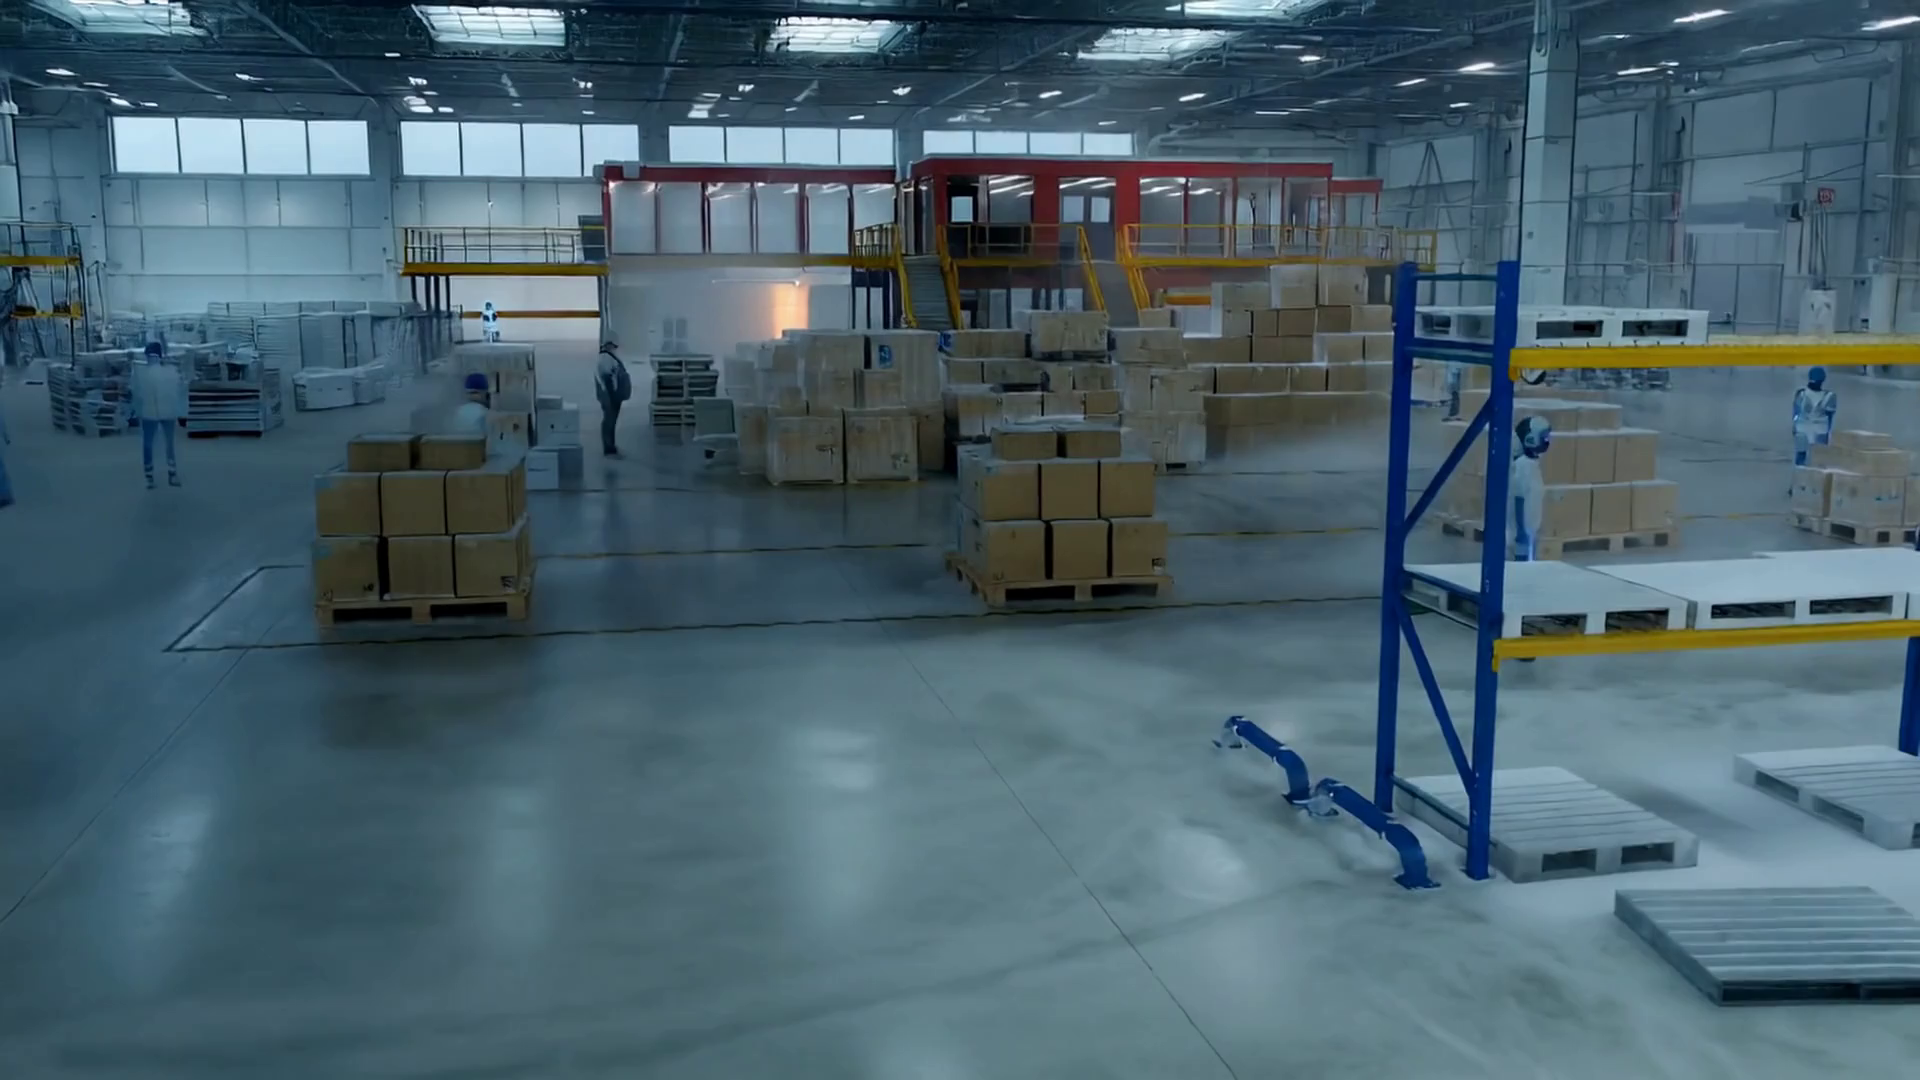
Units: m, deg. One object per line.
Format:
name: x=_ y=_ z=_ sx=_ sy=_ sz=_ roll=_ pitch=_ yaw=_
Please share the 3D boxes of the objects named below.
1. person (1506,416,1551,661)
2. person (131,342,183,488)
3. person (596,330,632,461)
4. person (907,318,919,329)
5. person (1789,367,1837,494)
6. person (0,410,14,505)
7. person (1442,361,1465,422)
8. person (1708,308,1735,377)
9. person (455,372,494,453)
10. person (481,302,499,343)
person: x=4.369 y=-0.018 z=12.797 sx=0.322 sy=1.875 sz=0.524 roll=5 pitch=10 yaw=26
person: x=-10.977 y=-1.715 z=22.765 sx=0.625 sy=1.992 sz=0.389 roll=-7 pitch=12 yaw=-37
person: x=-5.394 y=-2.258 z=25.938 sx=0.537 sy=2.000 sz=0.691 roll=-1 pitch=9 yaw=-8
person: x=-0.972 y=-3.864 z=36.130 sx=0.563 sy=1.901 sz=0.859 roll=-7 pitch=12 yaw=-38
person: x=11.256 y=-1.436 z=21.964 sx=0.537 sy=1.700 sz=0.318 roll=6 pitch=11 yaw=34
person: x=-12.200 y=-1.261 z=20.858 sx=0.306 sy=1.726 sz=0.668 roll=3 pitch=10 yaw=20
person: x=9.623 y=-3.262 z=32.373 sx=0.372 sy=1.940 sz=0.631 roll=3 pitch=10 yaw=20
person: x=21.022 y=-5.441 z=45.782 sx=0.589 sy=1.903 sz=0.757 roll=-4 pitch=10 yaw=-21
person: x=-5.177 y=-0.826 z=17.649 sx=0.560 sy=1.912 sz=0.886 roll=6 pitch=11 yaw=31
person: x=-15.384 y=-6.850 z=54.447 sx=0.577 sy=1.879 sz=0.350 roll=-7 pitch=11 yaw=-35
